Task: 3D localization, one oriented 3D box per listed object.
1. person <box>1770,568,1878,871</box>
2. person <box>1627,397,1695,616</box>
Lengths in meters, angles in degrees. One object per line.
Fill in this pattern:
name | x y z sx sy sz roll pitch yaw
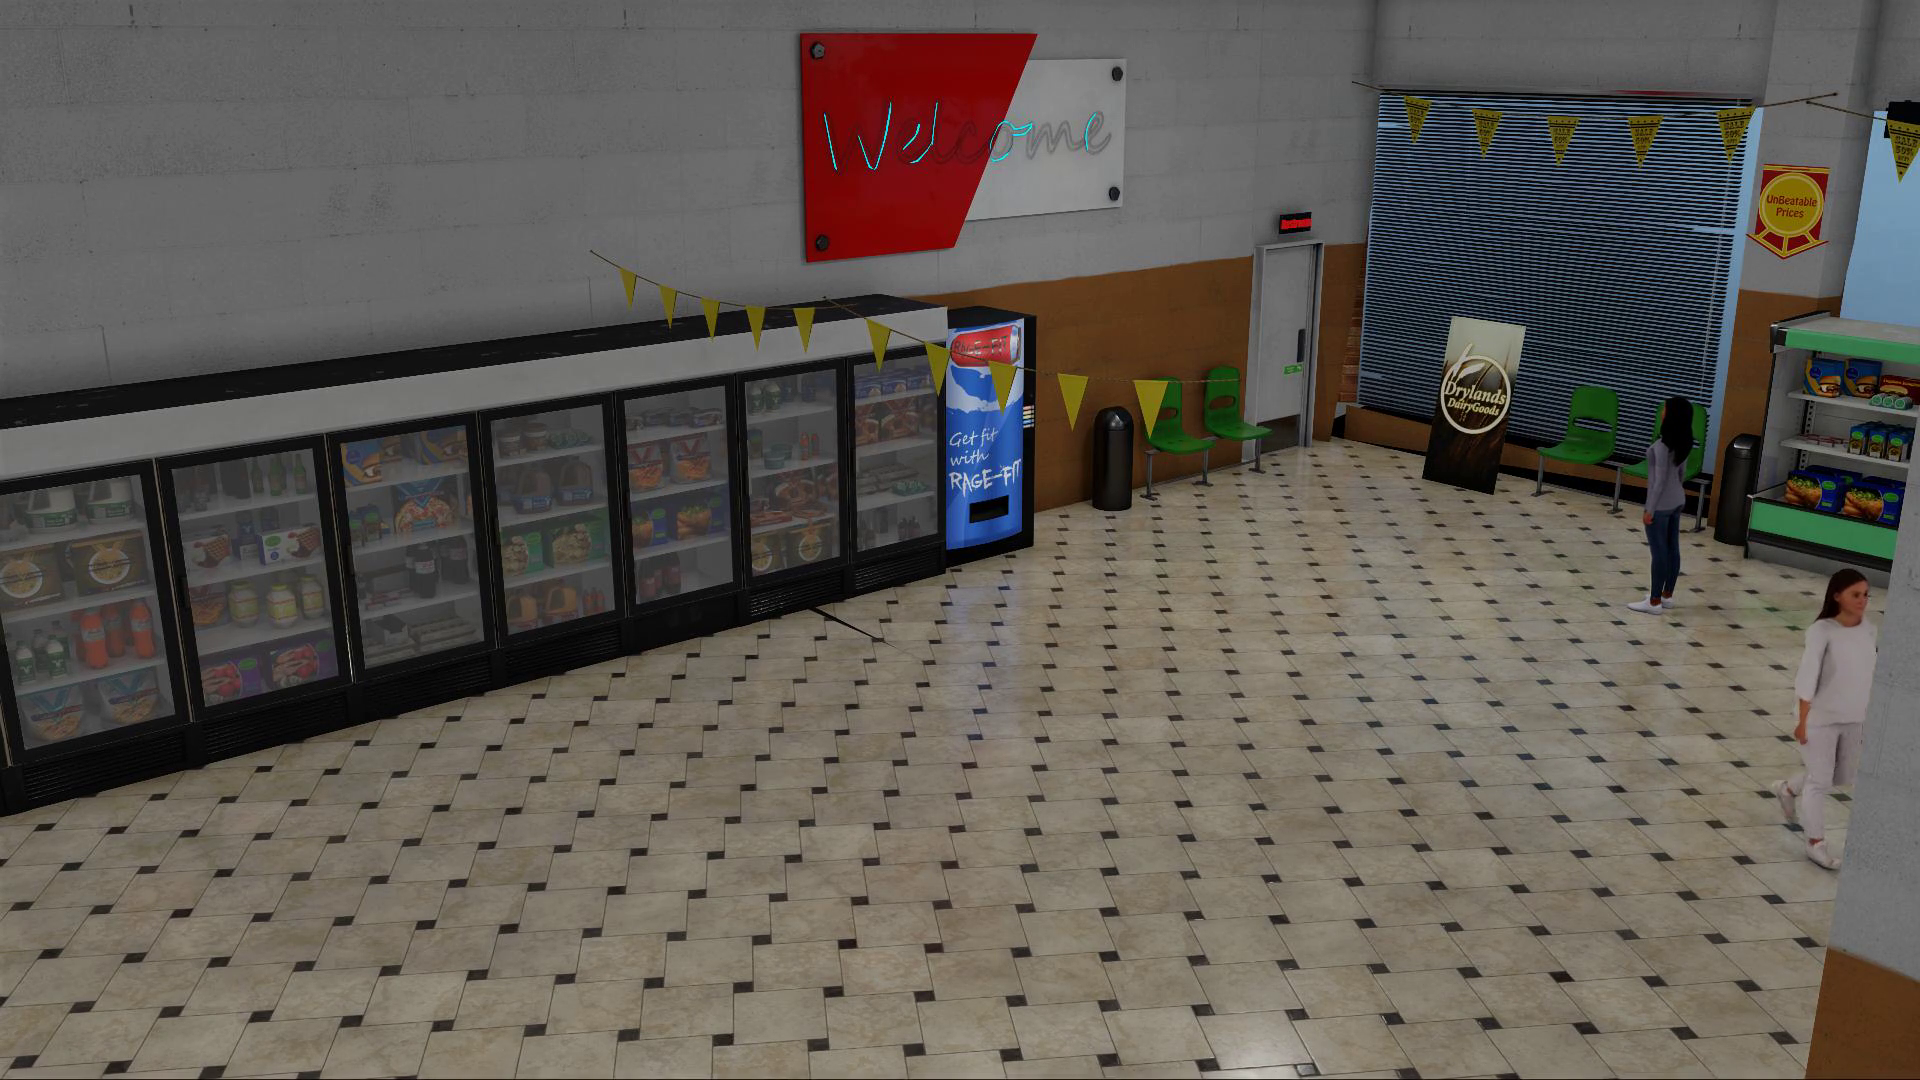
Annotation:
person | 4.776 0.947 9.204 0.791 1.680 0.952 -6 18 -18
person | 5.582 -0.273 13.126 0.604 1.735 0.522 -13 21 -36
